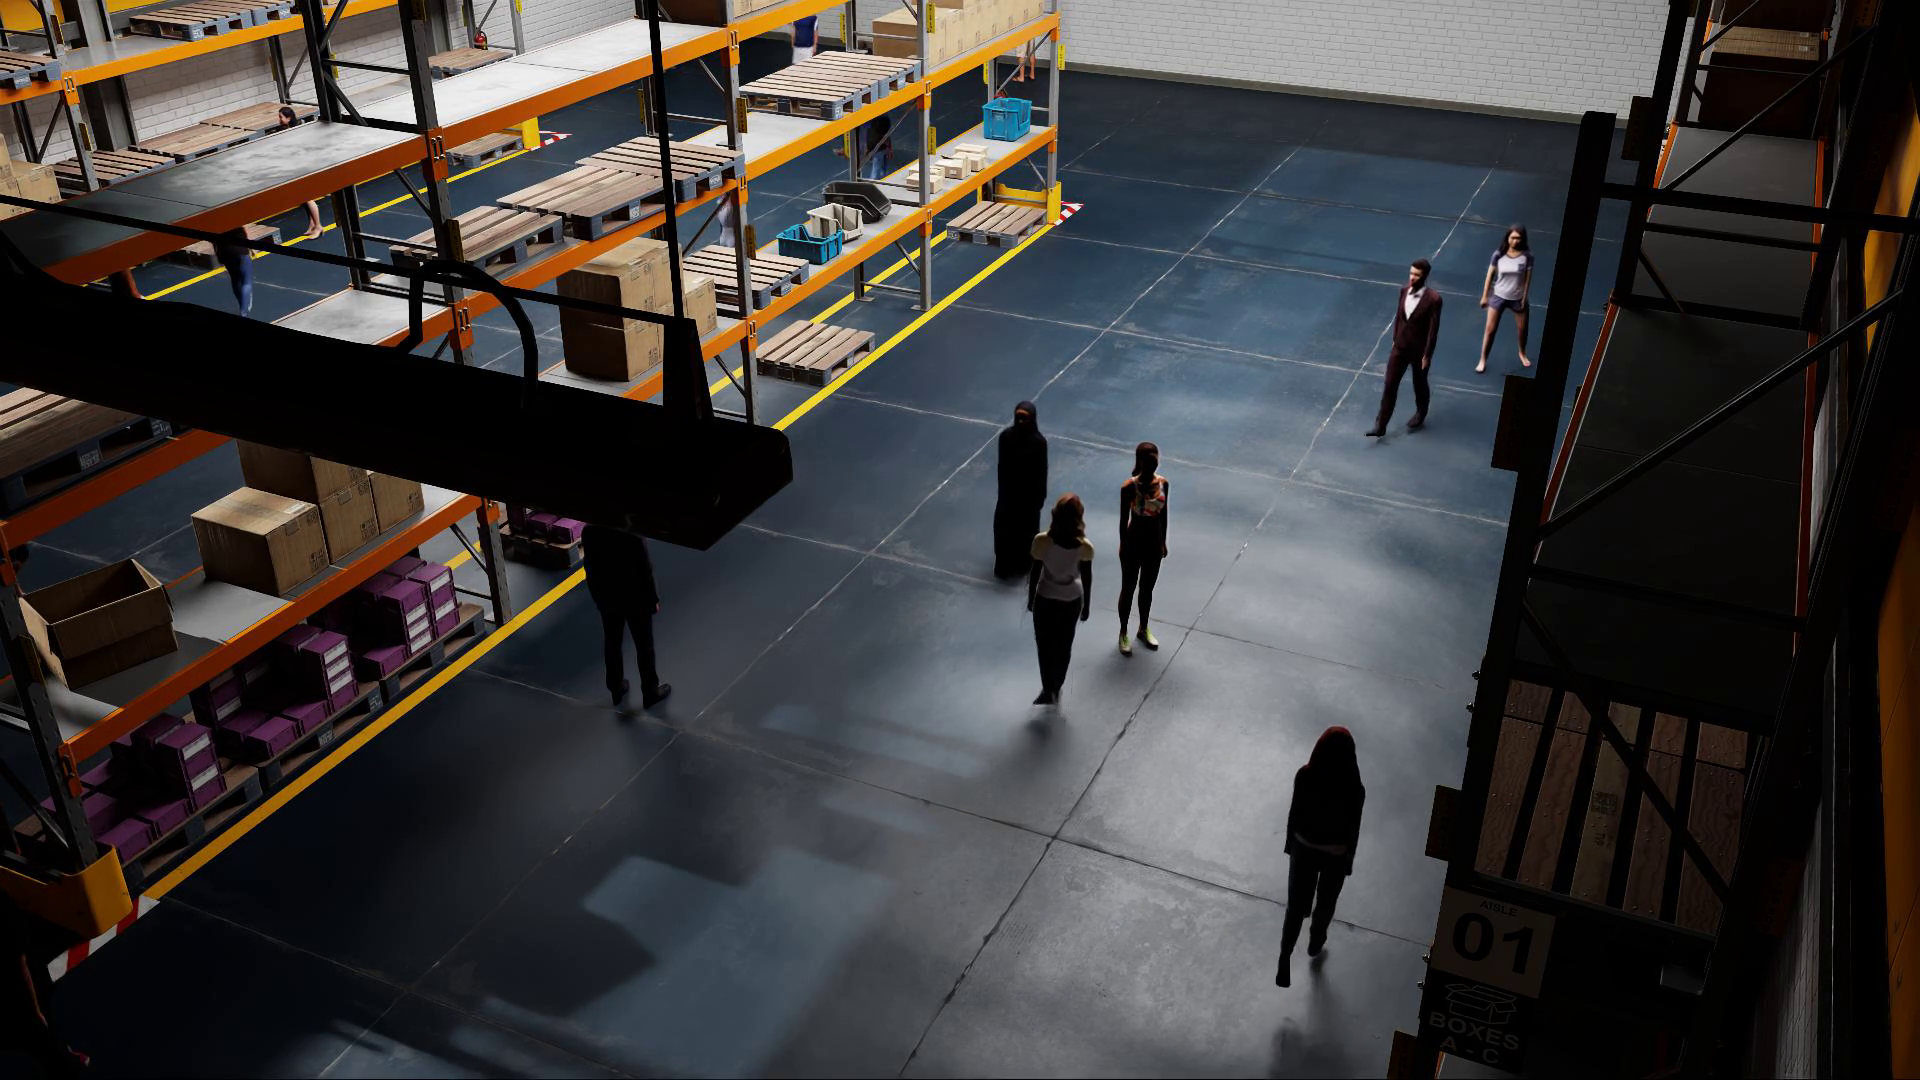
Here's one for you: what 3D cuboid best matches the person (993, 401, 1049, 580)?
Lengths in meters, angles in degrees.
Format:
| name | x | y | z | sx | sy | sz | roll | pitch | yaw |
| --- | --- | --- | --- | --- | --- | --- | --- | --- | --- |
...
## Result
| name | x | y | z | sx | sy | sz | roll | pitch | yaw |
| --- | --- | --- | --- | --- | --- | --- | --- | --- | --- |
| person | 0.559 | -0.475 | 14.266 | 0.657 | 1.607 | 0.772 | 10 | 30 | 17 |

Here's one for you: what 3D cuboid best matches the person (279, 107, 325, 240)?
| name | x | y | z | sx | sy | sz | roll | pitch | yaw |
| --- | --- | --- | --- | --- | --- | --- | --- | --- | --- |
| person | -8.825 | -4.907 | 22.221 | 0.801 | 1.769 | 0.776 | -18 | 33 | -30 |

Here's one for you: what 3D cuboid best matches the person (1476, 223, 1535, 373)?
| name | x | y | z | sx | sy | sz | roll | pitch | yaw |
| --- | --- | --- | --- | --- | --- | --- | --- | --- | --- |
| person | 5.982 | -2.659 | 18.175 | 0.877 | 1.697 | 0.783 | 6 | 29 | 12 |

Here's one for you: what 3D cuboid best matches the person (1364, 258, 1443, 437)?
| name | x | y | z | sx | sy | sz | roll | pitch | yaw |
| --- | --- | --- | --- | --- | --- | --- | --- | --- | --- |
| person | 4.598 | -1.928 | 16.712 | 1.270 | 1.814 | 1.007 | -24 | 36 | -36 |

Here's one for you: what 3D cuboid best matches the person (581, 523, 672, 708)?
| name | x | y | z | sx | sy | sz | roll | pitch | yaw |
| --- | --- | --- | --- | --- | --- | --- | --- | --- | --- |
| person | -2.503 | 0.409 | 12.402 | 0.760 | 1.839 | 0.677 | 6 | 29 | 11 |

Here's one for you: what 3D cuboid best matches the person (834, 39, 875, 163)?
| name | x | y | z | sx | sy | sz | roll | pitch | yaw |
| --- | --- | --- | --- | --- | --- | --- | --- | --- | --- |
| person | -1.417 | -6.662 | 25.368 | 0.899 | 1.835 | 1.003 | 18 | 34 | 30 |

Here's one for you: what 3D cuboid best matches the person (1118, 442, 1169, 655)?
| name | x | y | z | sx | sy | sz | roll | pitch | yaw |
| --- | --- | --- | --- | --- | --- | --- | --- | --- | --- |
| person | 1.431 | 0.041 | 13.126 | 0.673 | 1.792 | 0.733 | -10 | 30 | -18 |

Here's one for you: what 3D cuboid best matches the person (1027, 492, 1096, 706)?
| name | x | y | z | sx | sy | sz | roll | pitch | yaw |
| --- | --- | --- | --- | --- | --- | --- | --- | --- | --- |
| person | 0.738 | 0.495 | 12.388 | 0.812 | 1.702 | 0.921 | 0 | 29 | -1 |

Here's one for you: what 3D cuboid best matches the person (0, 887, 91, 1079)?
| name | x | y | z | sx | sy | sz | roll | pitch | yaw |
| --- | --- | --- | --- | --- | --- | --- | --- | --- | --- |
| person | -5.000 | 2.350 | 8.941 | 0.772 | 1.746 | 0.673 | 16 | 32 | 26 |

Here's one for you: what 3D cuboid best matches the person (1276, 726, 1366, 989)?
| name | x | y | z | sx | sy | sz | roll | pitch | yaw |
| --- | --- | --- | --- | --- | --- | --- | --- | --- | --- |
| person | 2.105 | 1.895 | 9.765 | 0.572 | 1.756 | 0.972 | 13 | 31 | 22 |

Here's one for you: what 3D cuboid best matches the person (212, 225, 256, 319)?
| name | x | y | z | sx | sy | sz | roll | pitch | yaw |
| --- | --- | --- | --- | --- | --- | --- | --- | --- | --- |
| person | -8.448 | -3.288 | 19.339 | 0.919 | 1.686 | 1.157 | -1 | 29 | -2 |
